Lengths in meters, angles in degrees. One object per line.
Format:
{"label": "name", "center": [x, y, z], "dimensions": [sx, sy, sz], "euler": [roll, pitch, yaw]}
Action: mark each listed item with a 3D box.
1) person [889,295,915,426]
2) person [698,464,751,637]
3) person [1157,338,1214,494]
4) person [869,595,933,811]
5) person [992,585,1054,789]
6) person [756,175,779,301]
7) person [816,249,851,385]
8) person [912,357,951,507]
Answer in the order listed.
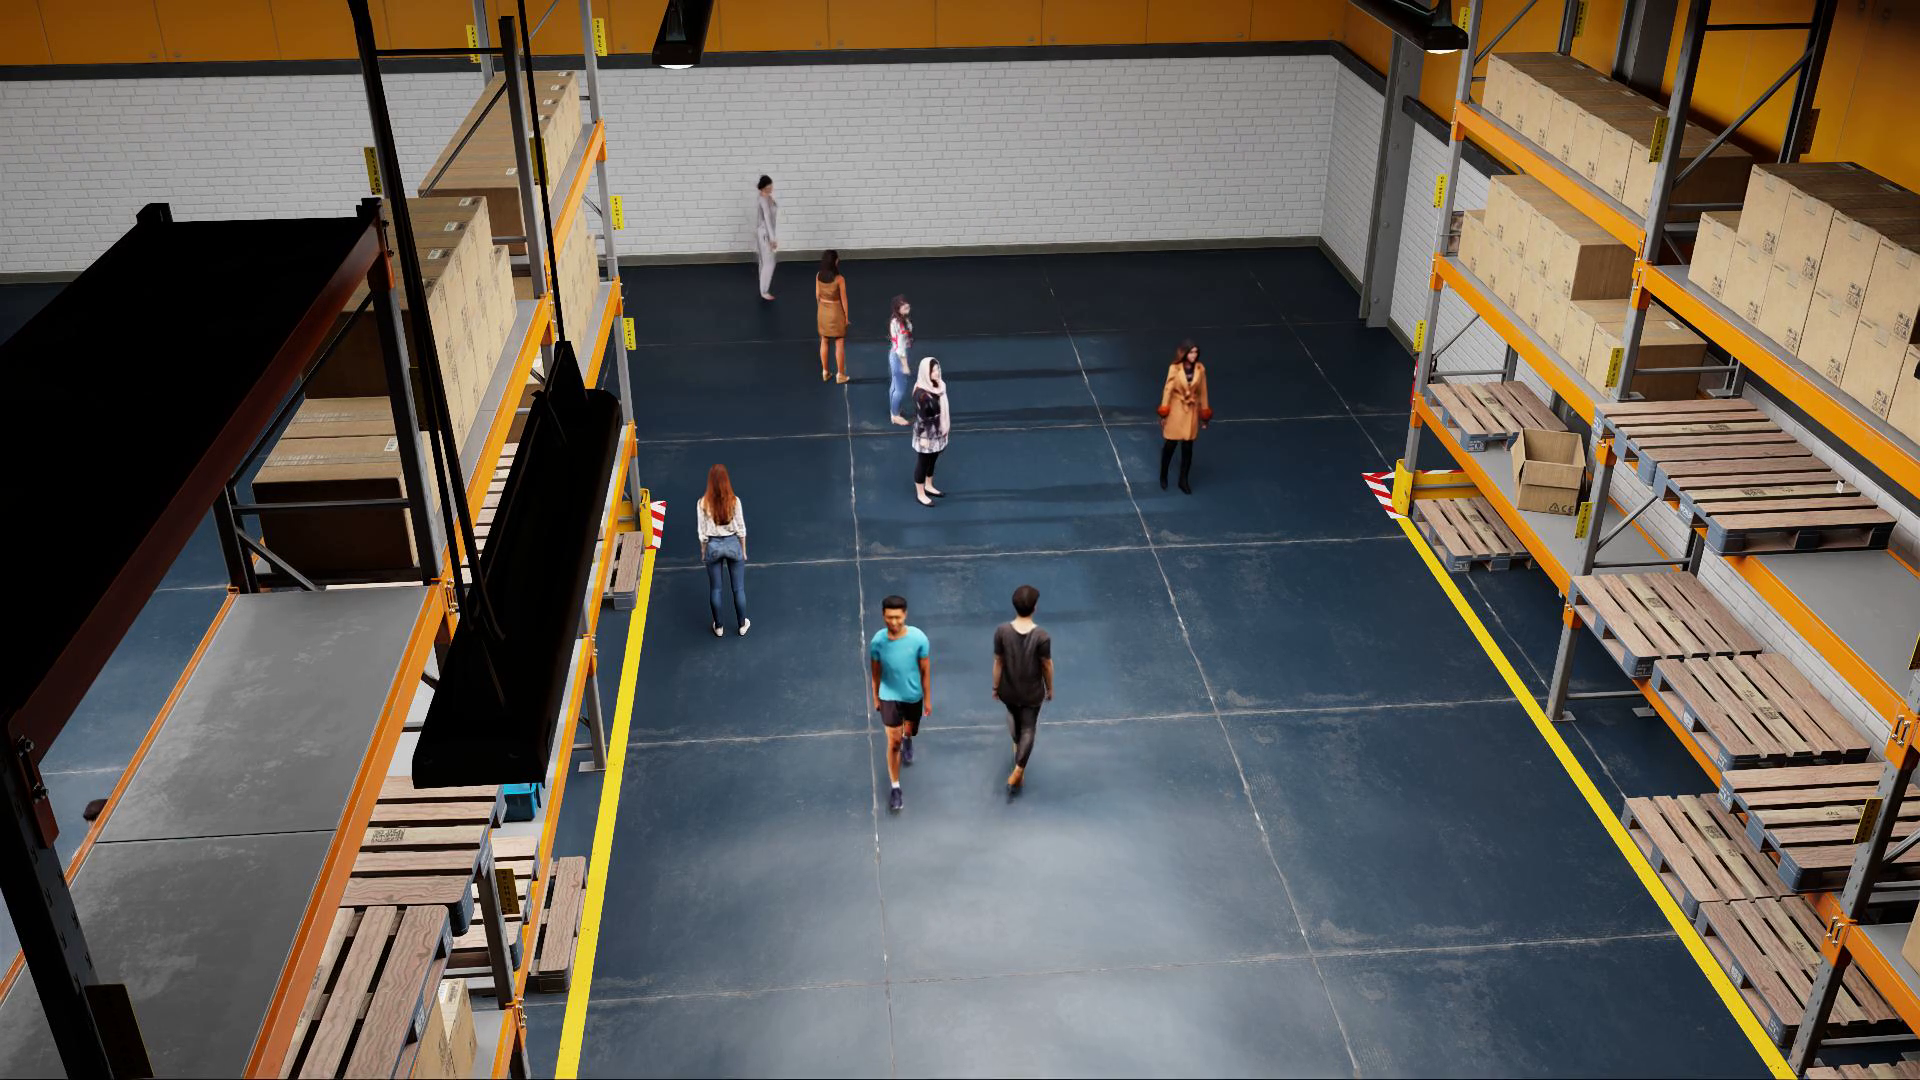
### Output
{"label": "person", "center": [-0.722, -2.127, 19.333], "dimensions": [0.787, 1.600, 0.497], "euler": [-6, 29, -10]}
{"label": "person", "center": [-2.148, 0.090, 15.135], "dimensions": [0.568, 1.729, 0.491], "euler": [-3, 29, -5]}
{"label": "person", "center": [2.368, -1.353, 17.793], "dimensions": [0.761, 1.718, 0.644], "euler": [-5, 29, -9]}
{"label": "person", "center": [-0.456, 1.187, 13.108], "dimensions": [0.616, 1.744, 1.083], "euler": [-3, 29, -5]}
{"label": "person", "center": [0.472, 1.182, 13.169], "dimensions": [0.887, 1.694, 1.144], "euler": [9, 30, 16]}
{"label": "person", "center": [-2.721, -4.229, 23.024], "dimensions": [0.804, 1.755, 0.476], "euler": [-10, 30, -17]}
{"label": "person", "center": [-1.569, -2.739, 20.366], "dimensions": [0.648, 1.687, 0.668], "euler": [14, 31, 23]}
{"label": "person", "center": [-0.325, -1.169, 17.540], "dimensions": [0.805, 1.636, 0.718], "euler": [13, 31, 23]}
